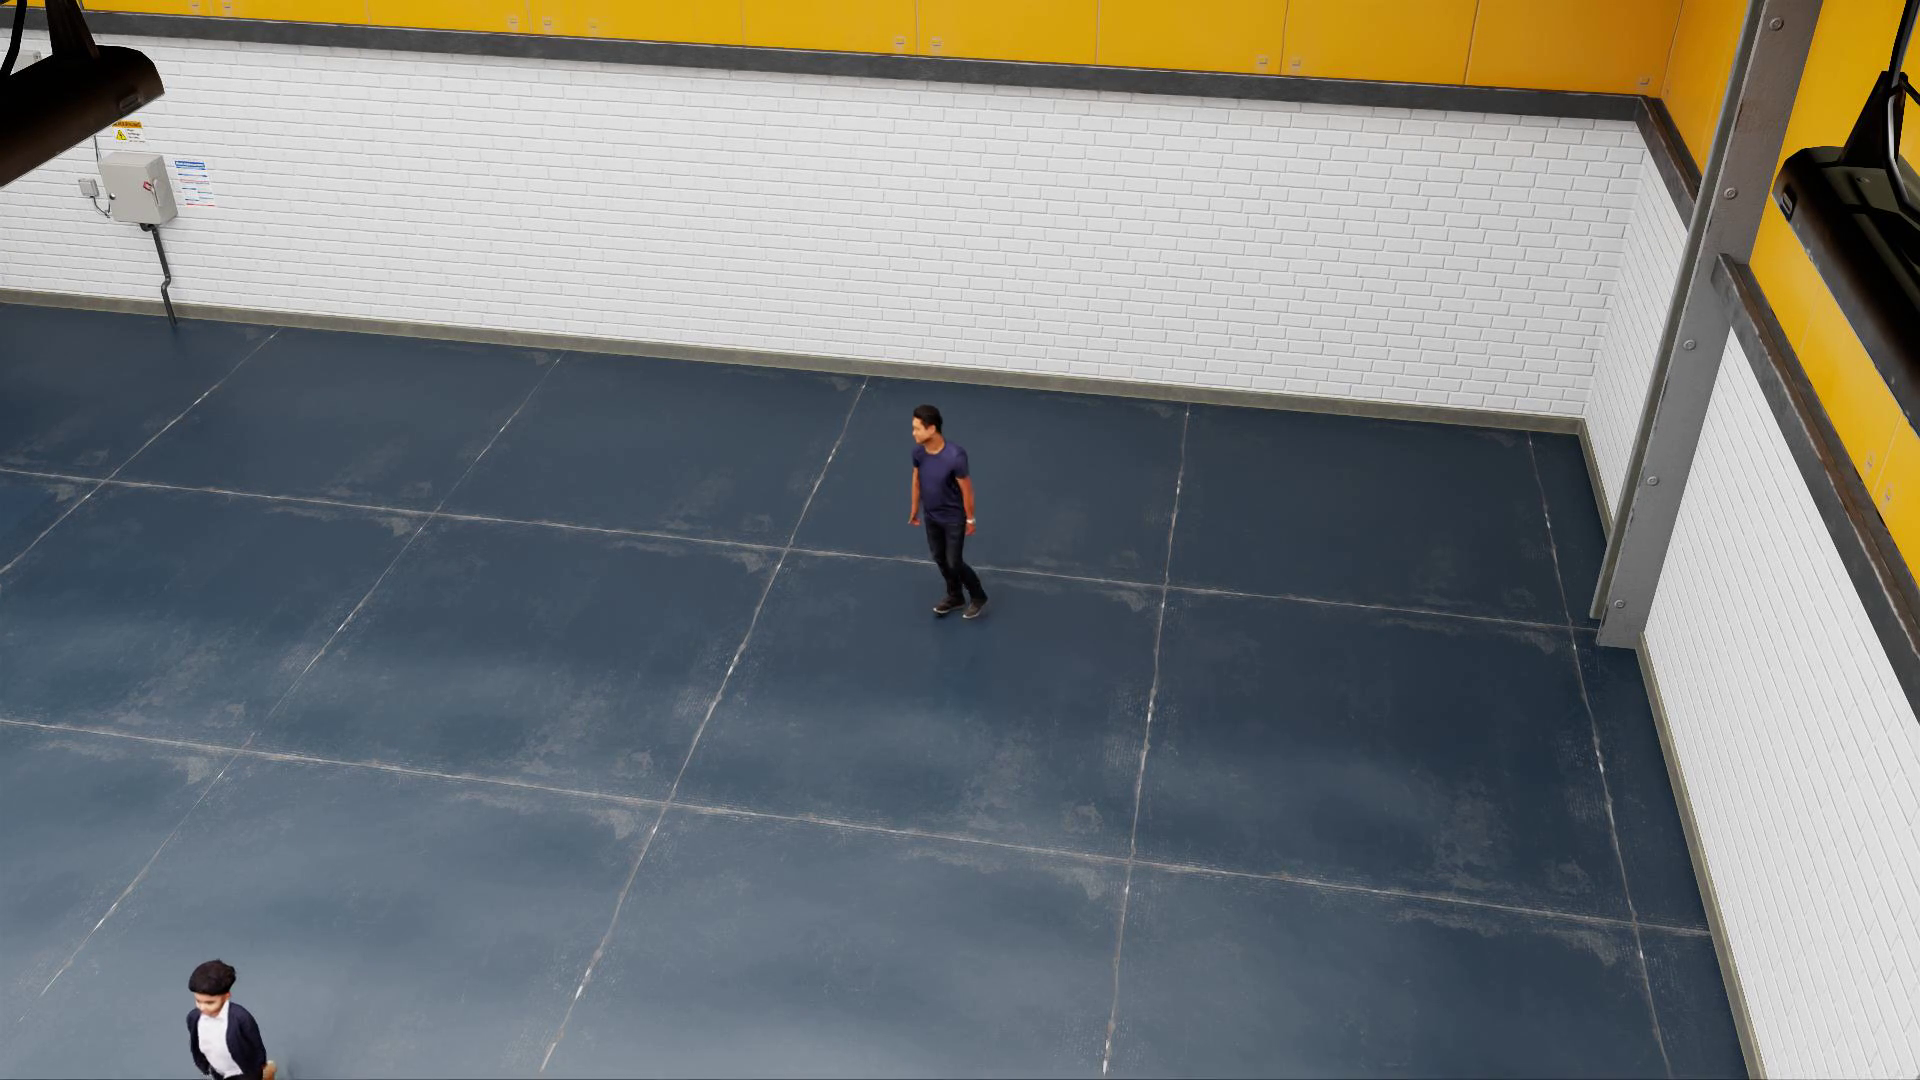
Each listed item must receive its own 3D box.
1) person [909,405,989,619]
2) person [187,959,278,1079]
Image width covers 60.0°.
[{"bbox_3d":[-0.057,-0.185,12.012,0.806,1.756,0.832,16,37,23],"label":"person"},{"bbox_3d":[-3.642,2.550,8.385,0.501,1.216,0.675,5,34,8],"label":"person"}]
